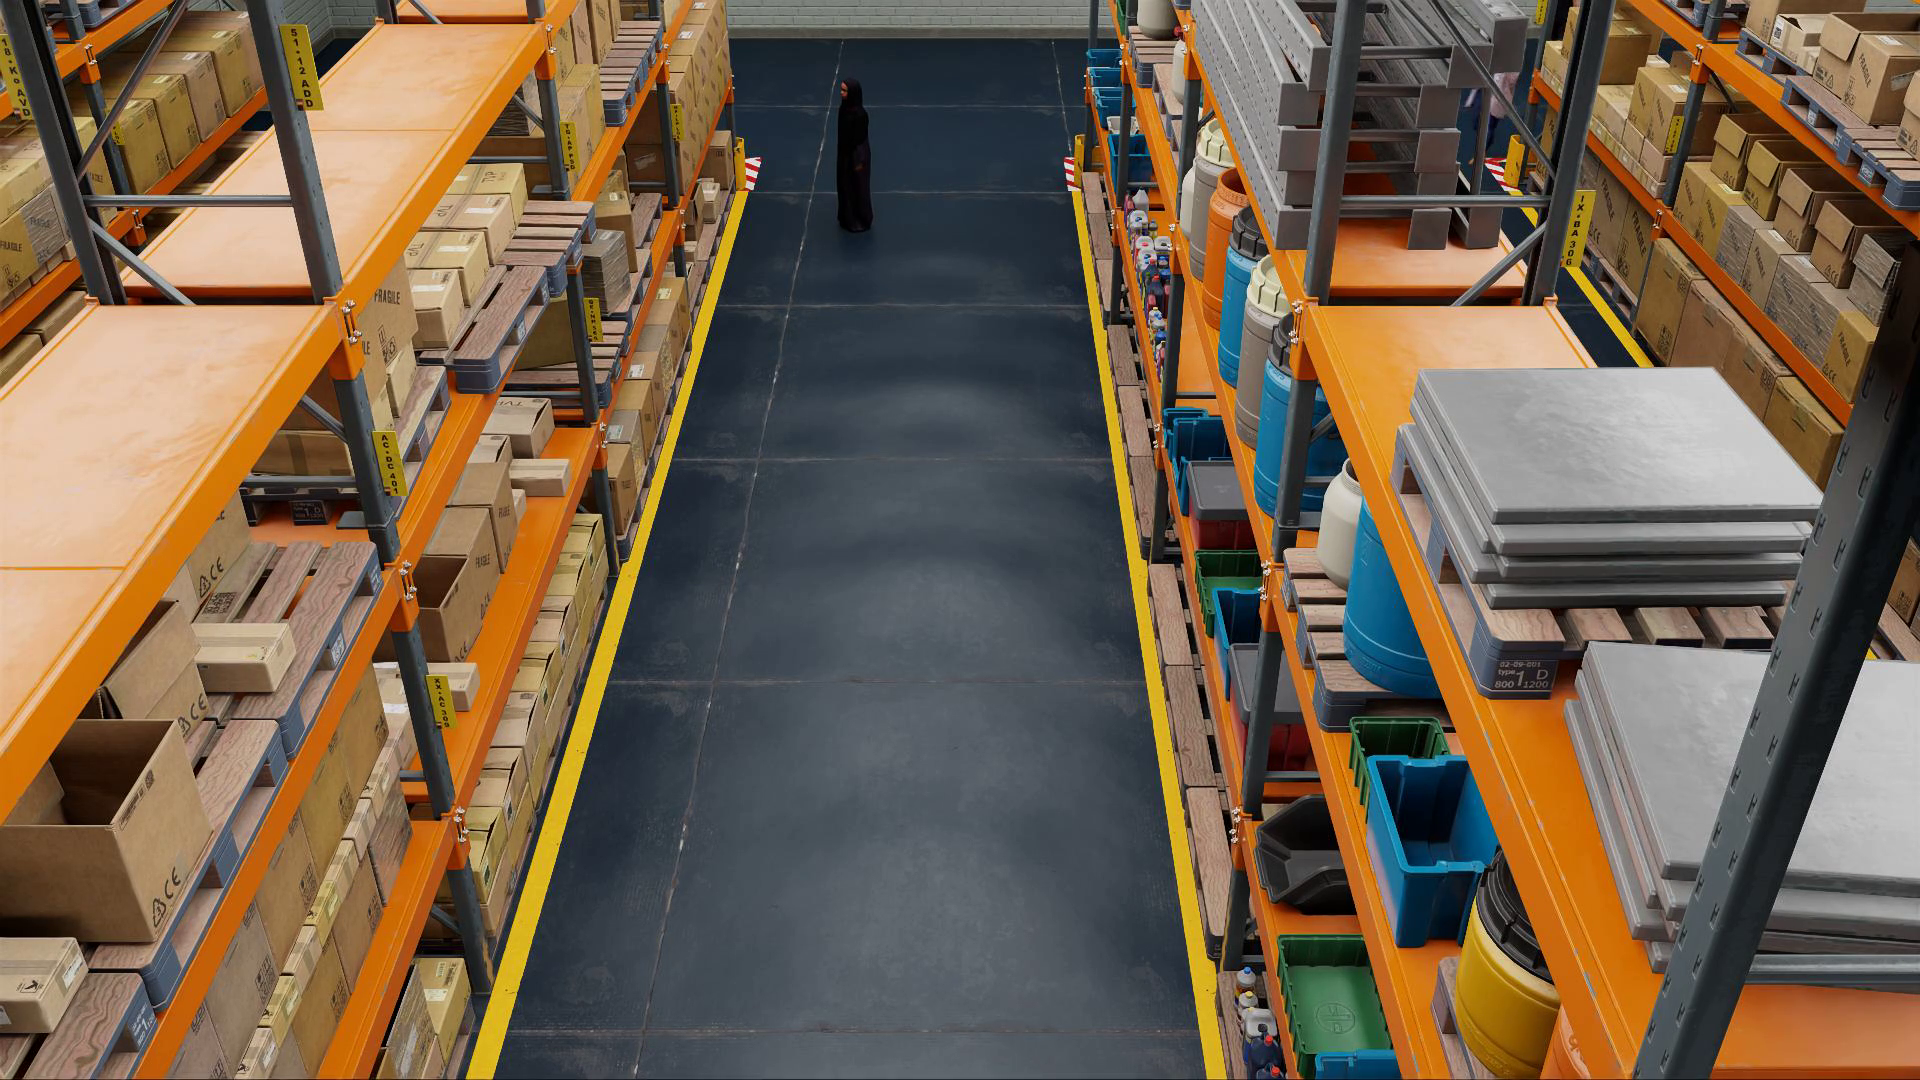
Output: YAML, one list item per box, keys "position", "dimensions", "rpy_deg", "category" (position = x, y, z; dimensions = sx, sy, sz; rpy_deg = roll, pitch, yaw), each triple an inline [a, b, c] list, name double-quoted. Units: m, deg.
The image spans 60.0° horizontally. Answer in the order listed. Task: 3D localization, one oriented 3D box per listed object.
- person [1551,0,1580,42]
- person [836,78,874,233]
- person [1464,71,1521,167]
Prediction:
- position: [7.929, -7.006, 21.850]
  dimensions: [0.806, 1.864, 0.634]
  rpy_deg: [-10, 34, -15]
  category: "person"
- position: [-1.116, -4.091, 17.596]
  dimensions: [0.776, 1.615, 0.700]
  rpy_deg: [-19, 38, -27]
  category: "person"
- position: [6.191, -5.147, 19.125]
  dimensions: [0.977, 1.718, 0.918]
  rpy_deg: [-19, 38, -27]
  category: "person"
